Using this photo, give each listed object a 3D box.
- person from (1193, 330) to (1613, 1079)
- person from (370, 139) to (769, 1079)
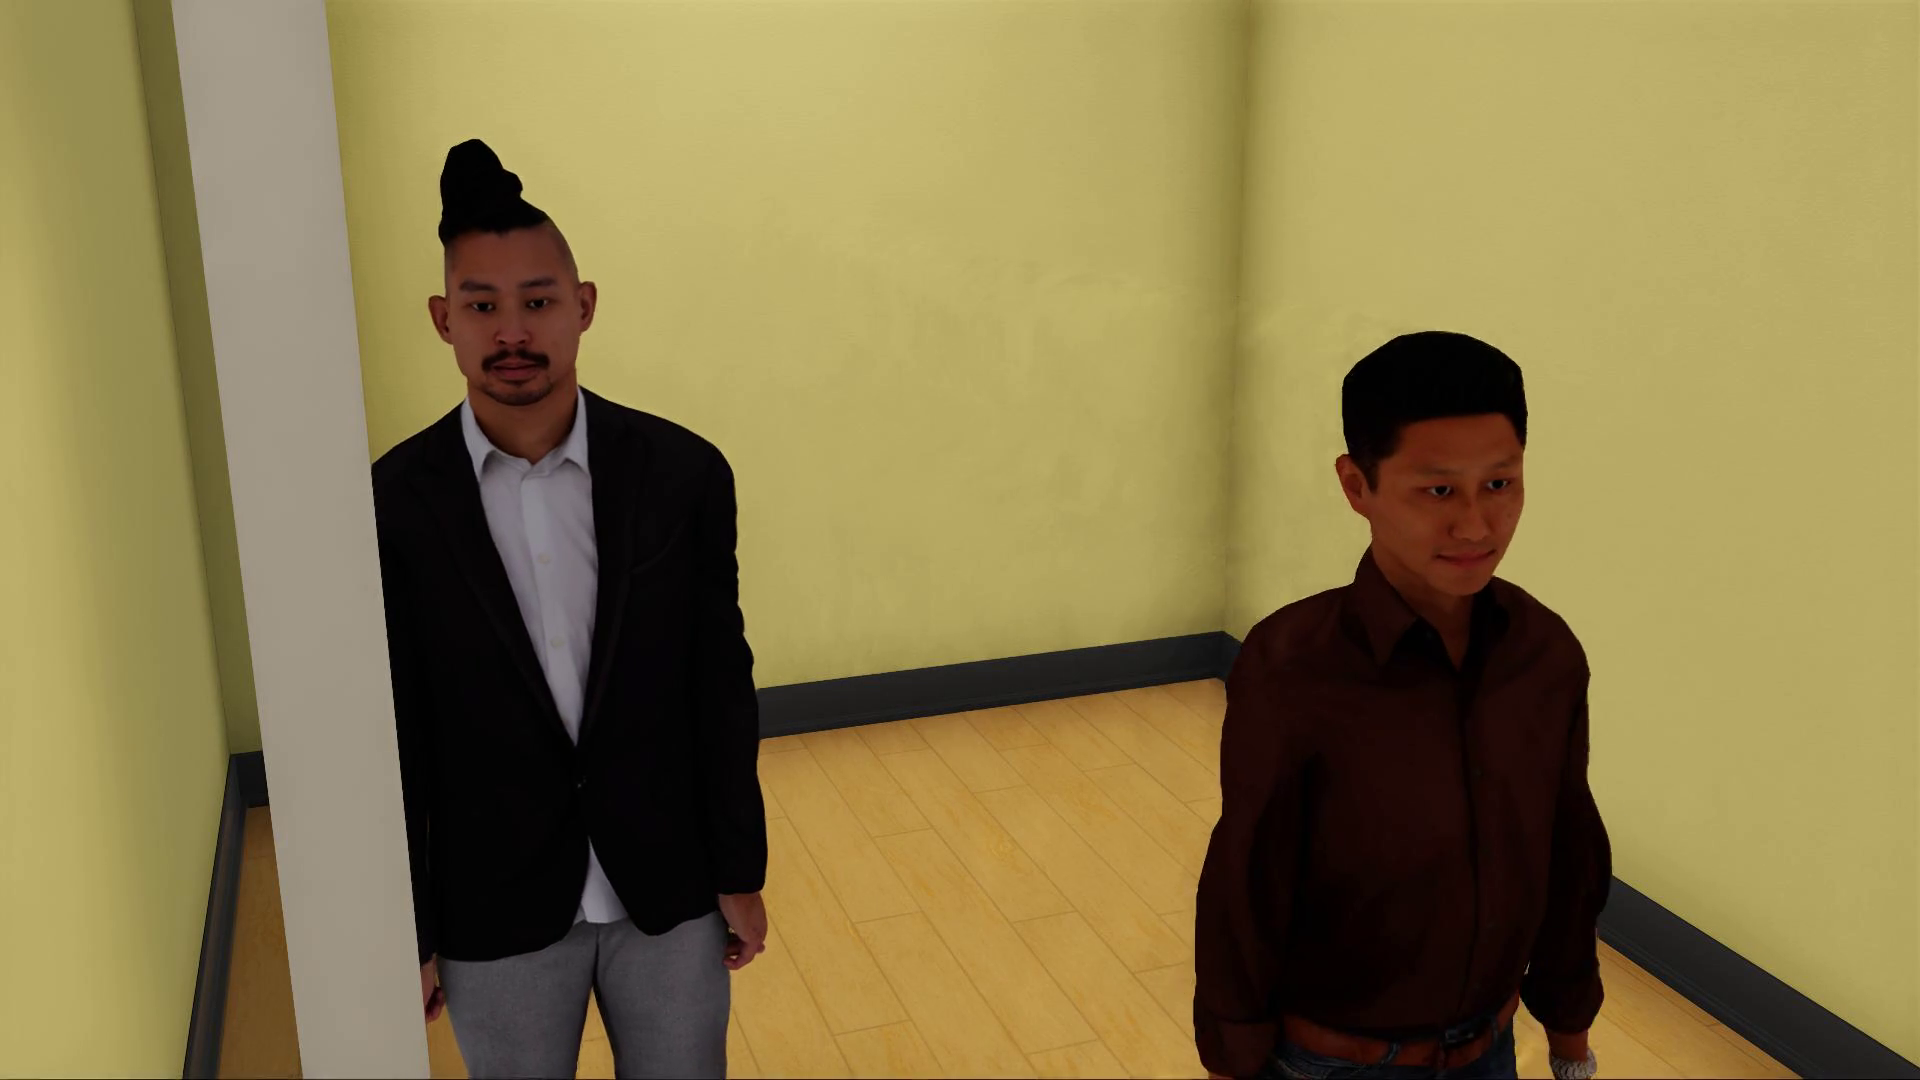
[{"bbox_3d":[0.463,0.610,2.056,0.692,1.766,0.760,-8,18,-27],"label":"person"},{"bbox_3d":[-0.550,0.436,2.343,0.502,1.946,0.760,-6,17,-20],"label":"person"}]
